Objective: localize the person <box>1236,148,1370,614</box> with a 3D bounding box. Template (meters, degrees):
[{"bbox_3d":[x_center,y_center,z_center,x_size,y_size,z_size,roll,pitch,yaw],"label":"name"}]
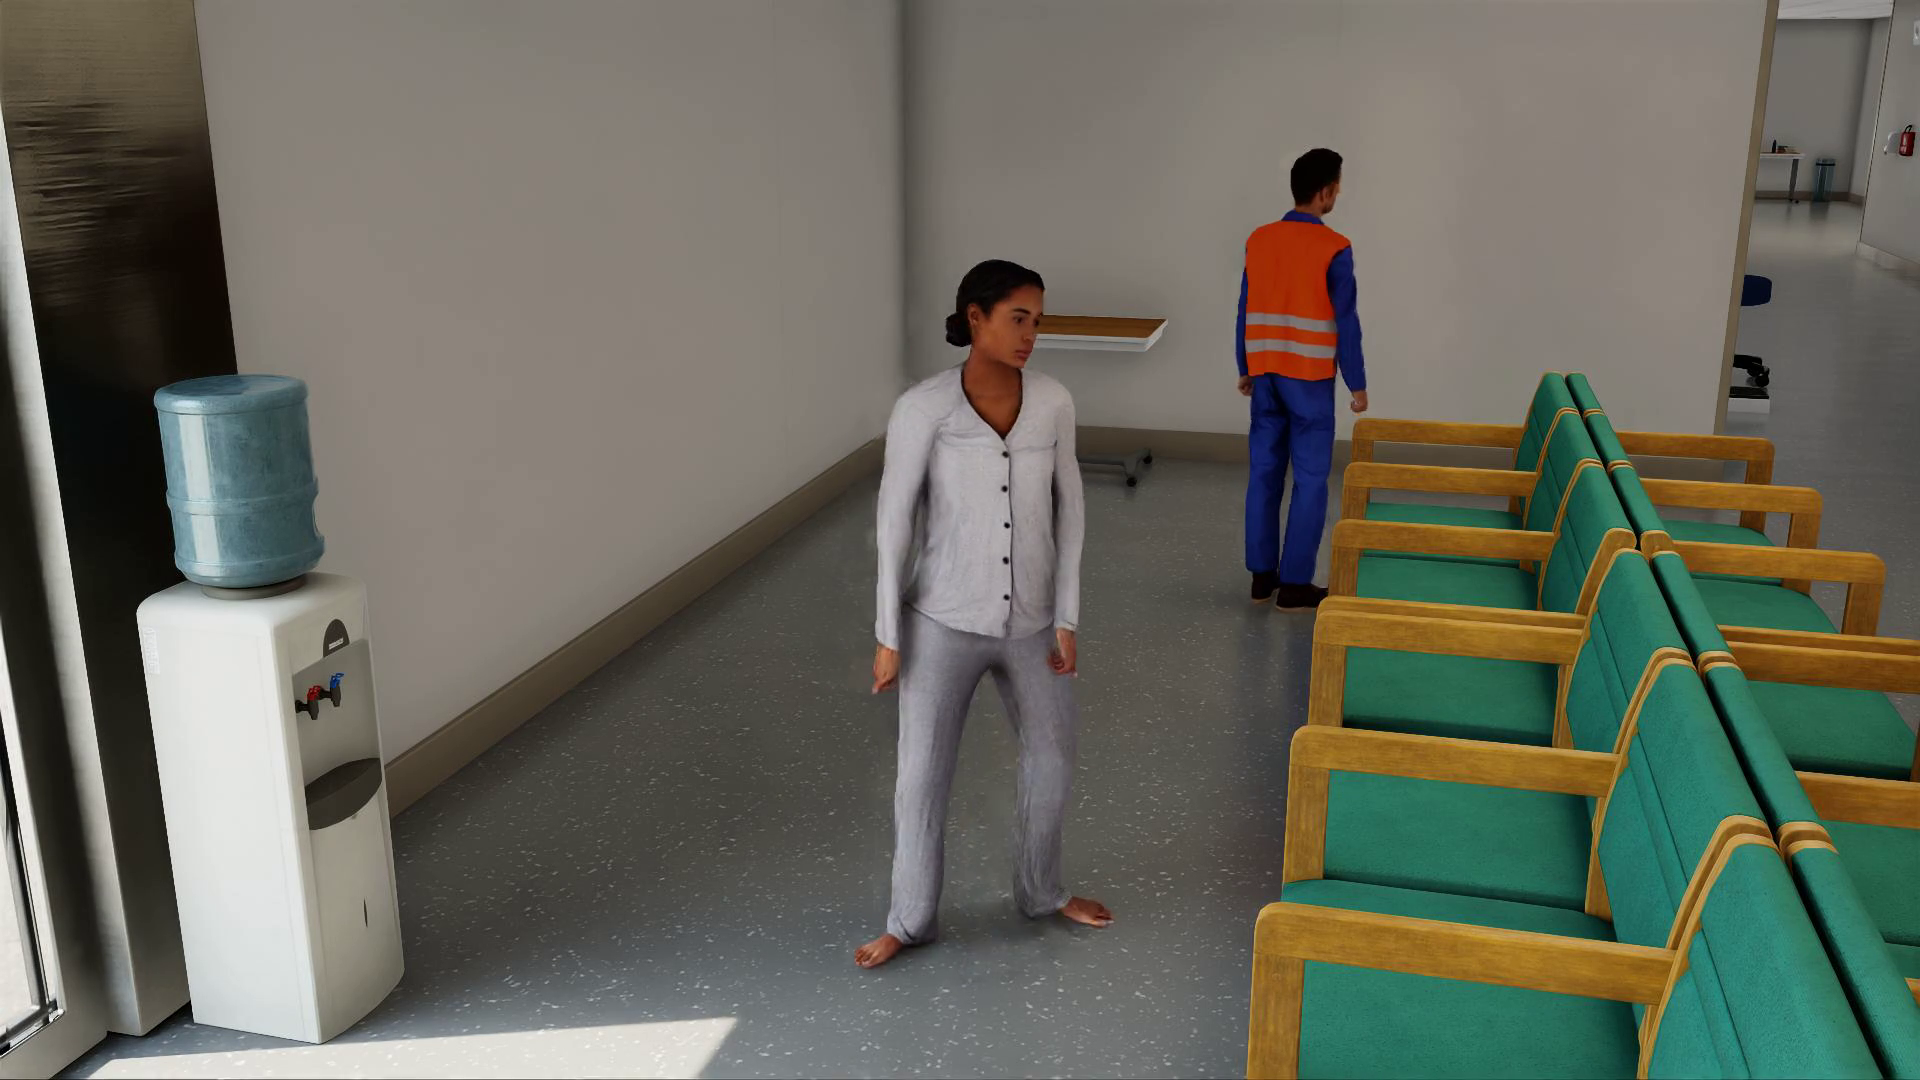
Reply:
[{"bbox_3d":[1.352,-0.638,6.723,0.767,1.860,0.886,12,20,36],"label":"person"}]

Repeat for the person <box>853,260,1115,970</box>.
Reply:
[{"bbox_3d":[0.016,0.191,4.043,0.813,1.719,0.965,-1,16,-4],"label":"person"}]
